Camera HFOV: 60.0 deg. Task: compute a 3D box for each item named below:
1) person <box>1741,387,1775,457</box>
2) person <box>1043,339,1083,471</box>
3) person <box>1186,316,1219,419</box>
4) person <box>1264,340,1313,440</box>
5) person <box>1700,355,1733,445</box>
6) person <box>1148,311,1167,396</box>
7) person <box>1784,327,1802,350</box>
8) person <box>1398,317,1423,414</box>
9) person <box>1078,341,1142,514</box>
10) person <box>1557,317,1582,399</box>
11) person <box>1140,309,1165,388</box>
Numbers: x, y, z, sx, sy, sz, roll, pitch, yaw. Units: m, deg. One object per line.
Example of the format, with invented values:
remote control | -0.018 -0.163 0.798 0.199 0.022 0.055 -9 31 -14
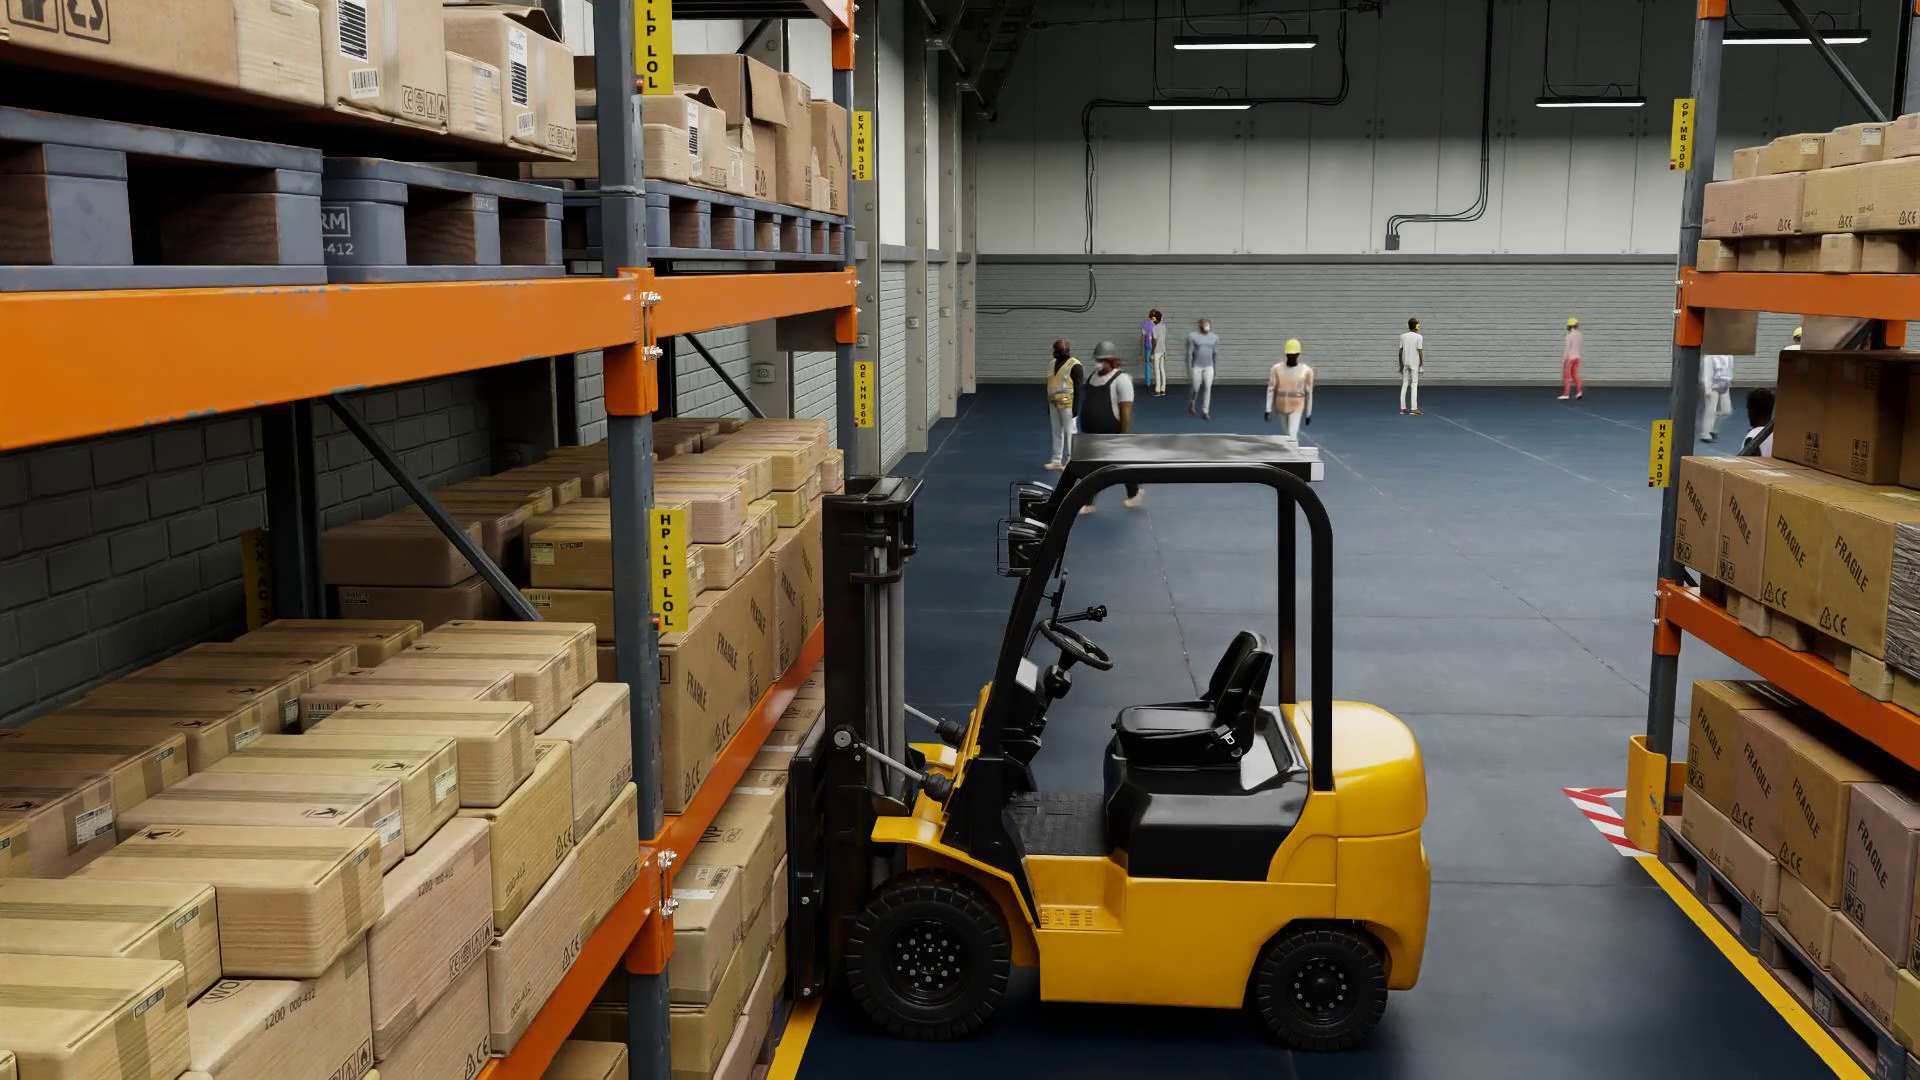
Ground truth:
person | 6.325 -0.250 13.143 0.587 1.914 0.391 -9 13 -42
person | 1.432 -1.877 23.228 0.430 1.840 0.624 -7 12 -38
person | 4.538 -3.238 31.205 0.641 1.926 0.614 -1 9 -8
person | 4.493 -1.794 22.635 0.592 1.878 1.007 5 11 28
person | 12.132 -2.415 26.585 0.659 1.808 0.459 -5 11 -29
person | 4.357 -4.114 36.714 0.333 1.865 0.520 8 12 40
person | 14.910 -2.898 29.633 0.524 1.769 0.316 2 10 9
person | 8.729 -3.364 32.156 0.313 1.866 0.538 -9 13 -42
person | 1.728 -1.330 19.304 0.923 2.000 0.686 -9 13 -44
person | 13.093 -3.882 35.627 0.537 1.773 0.338 -6 11 -33
person | 4.538 -4.502 39.111 0.572 1.843 0.373 -1 9 -4
